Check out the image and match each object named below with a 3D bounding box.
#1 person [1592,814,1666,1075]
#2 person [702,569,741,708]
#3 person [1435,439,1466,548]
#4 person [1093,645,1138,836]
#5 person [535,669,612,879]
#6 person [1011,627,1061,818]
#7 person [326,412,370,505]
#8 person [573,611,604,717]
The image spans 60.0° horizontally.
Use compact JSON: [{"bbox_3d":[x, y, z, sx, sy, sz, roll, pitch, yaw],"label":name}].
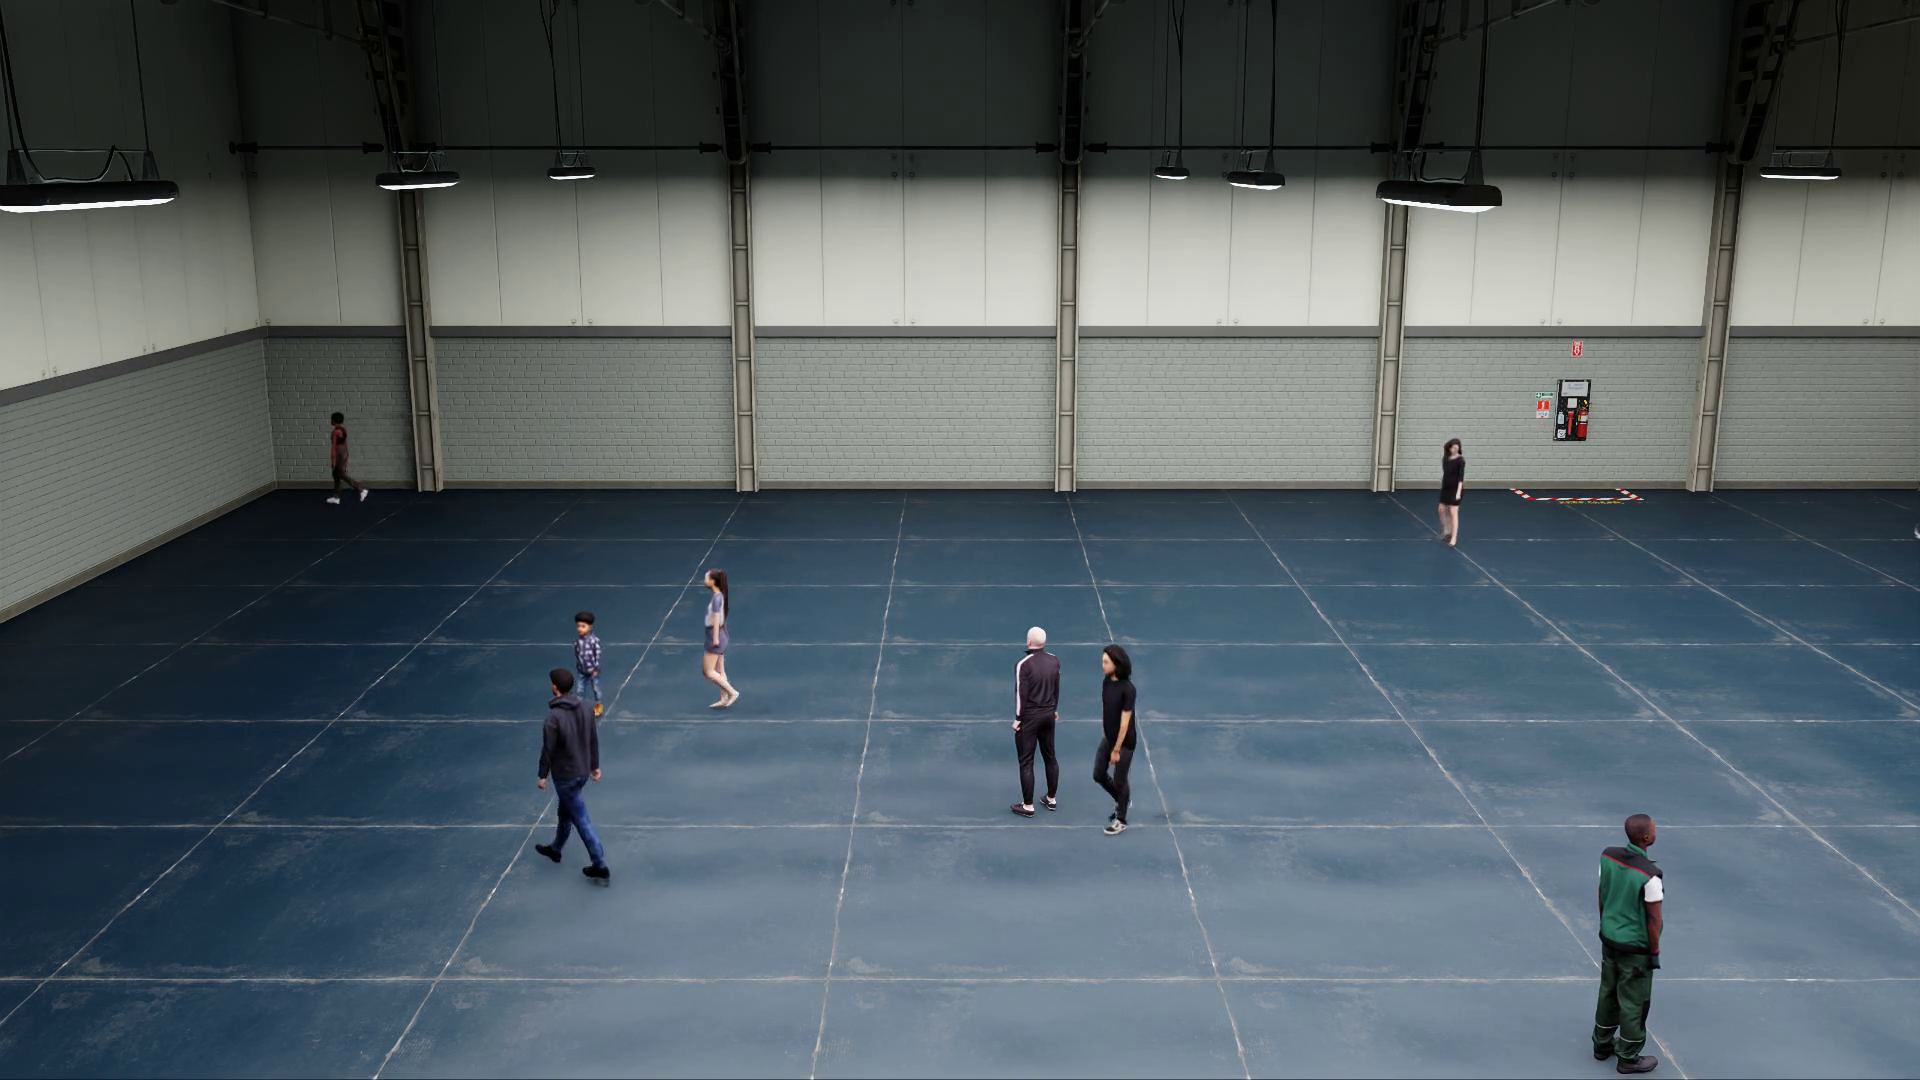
[{"bbox_3d":[4.589,2.746,11.417,0.758,1.839,0.772,-6,14,-23],"label":"person"},{"bbox_3d":[-2.660,1.137,18.816,0.617,1.637,0.602,0,13,1],"label":"person"},{"bbox_3d":[7.900,-0.754,26.682,0.861,1.773,0.844,-4,14,-16],"label":"person"},{"bbox_3d":[1.540,1.829,15.424,0.840,1.819,0.786,-8,15,-30],"label":"person"},{"bbox_3d":[-3.302,2.061,14.368,1.285,1.842,1.099,8,15,32],"label":"person"},{"bbox_3d":[0.735,1.719,15.857,0.730,1.837,0.830,-9,16,-35],"label":"person"},{"bbox_3d":[-11.056,-1.444,29.876,1.122,1.675,0.701,2,13,10],"label":"person"},{"bbox_3d":[-4.119,1.402,18.592,0.797,1.221,0.666,3,13,12],"label":"person"}]
